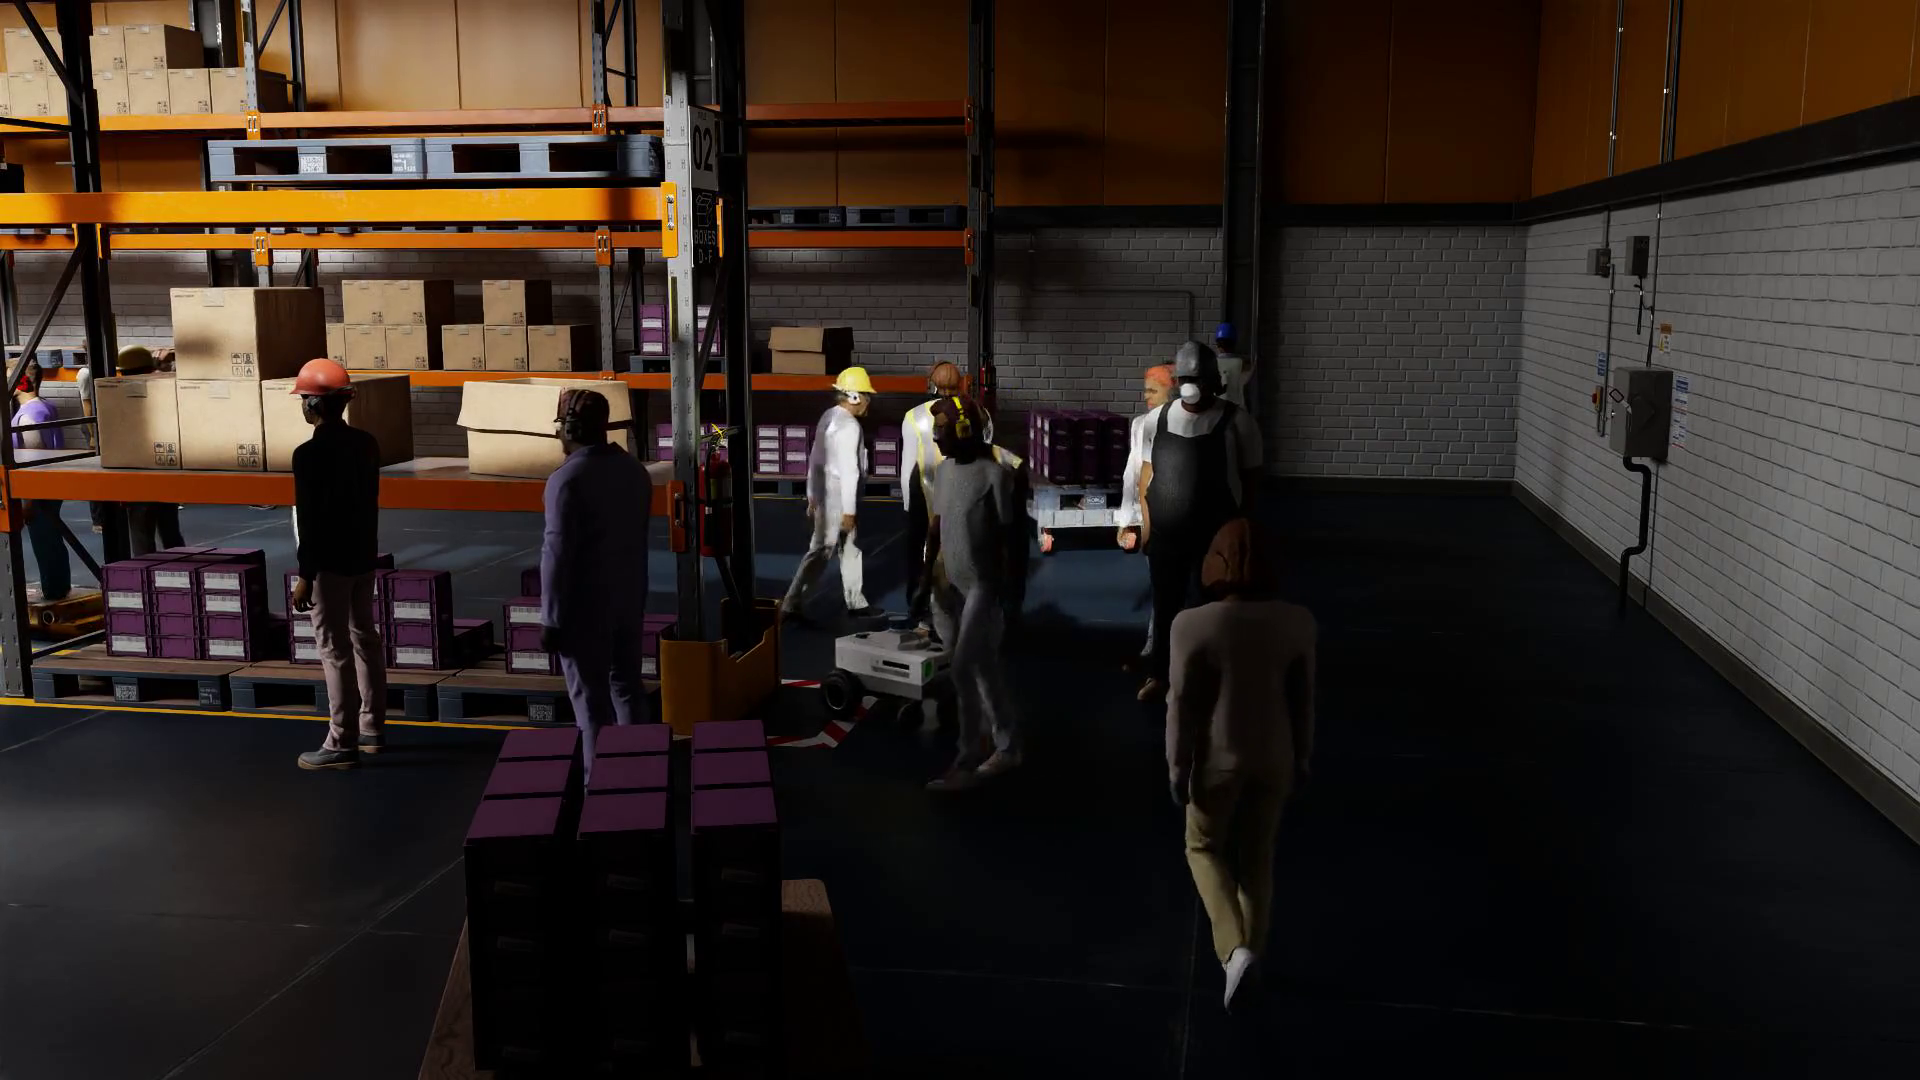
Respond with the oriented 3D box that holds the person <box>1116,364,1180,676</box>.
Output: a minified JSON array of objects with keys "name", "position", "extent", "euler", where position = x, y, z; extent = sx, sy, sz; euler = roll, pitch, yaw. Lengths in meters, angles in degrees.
[{"name":"person","position":[1.210,-0.128,10.073],"extent":[0.531,1.880,0.596],"euler":[-7,12,-37]}]

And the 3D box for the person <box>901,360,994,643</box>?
[{"name":"person","position":[-0.098,-0.243,10.807],"extent":[0.626,1.846,0.429],"euler":[-4,10,-21]}]

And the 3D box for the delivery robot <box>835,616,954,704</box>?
[{"name":"delivery robot","position":[-0.329,0.653,8.938],"extent":[0.707,0.478,0.477],"euler":[7,12,38]}]

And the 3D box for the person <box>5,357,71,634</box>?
[{"name":"person","position":[-6.146,-0.297,11.126],"extent":[0.389,1.848,0.563],"euler":[-3,10,-18]}]

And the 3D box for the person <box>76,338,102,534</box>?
[{"name":"person","position":[-7.916,-0.981,15.374],"extent":[0.345,1.847,0.507],"euler":[-1,9,-5]}]

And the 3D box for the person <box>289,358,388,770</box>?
[{"name":"person","position":[-3.035,0.117,8.098],"extent":[0.379,1.995,0.612],"euler":[2,9,11]}]

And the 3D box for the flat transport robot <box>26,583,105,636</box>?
[{"name":"flat transport robot","position":[-6.326,0.452,11.351],"extent":[1.431,0.197,0.652],"euler":[3,10,19]}]

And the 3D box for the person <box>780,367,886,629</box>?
[{"name":"person","position":[-0.902,-0.284,11.314],"extent":[0.792,1.782,0.610],"euler":[-2,9,-15]}]

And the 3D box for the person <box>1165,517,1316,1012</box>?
[{"name":"person","position":[0.927,0.743,5.396],"extent":[0.507,1.622,0.542],"euler":[-1,9,-8]}]

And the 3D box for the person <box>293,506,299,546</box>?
[{"name":"person","position":[-5.426,-0.747,13.917],"extent":[0.545,1.841,0.583],"euler":[0,9,3]}]

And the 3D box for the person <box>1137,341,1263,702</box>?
[{"name":"person","position":[1.288,-0.081,9.184],"extent":[0.684,2.000,0.536],"euler":[4,10,26]}]

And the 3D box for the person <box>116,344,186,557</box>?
[{"name":"person","position":[-5.540,-0.366,11.328],"extent":[0.381,1.920,0.586],"euler":[4,10,21]}]

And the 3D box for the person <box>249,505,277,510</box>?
[{"name":"person","position":[-7.128,-1.225,16.935],"extent":[0.404,1.829,0.600],"euler":[-1,9,-4]}]

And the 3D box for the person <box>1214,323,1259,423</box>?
[{"name":"person","position":[2.480,-1.048,15.502],"extent":[0.602,1.938,0.403],"euler":[1,9,8]}]

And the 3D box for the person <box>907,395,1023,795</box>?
[{"name":"person","position":[-0.020,0.247,7.813],"extent":[0.810,1.828,0.493],"euler":[-7,11,-35]}]

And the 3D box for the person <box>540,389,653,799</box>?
[{"name":"person","position":[-1.628,0.283,7.371],"extent":[0.398,1.900,0.645],"euler":[4,10,25]}]

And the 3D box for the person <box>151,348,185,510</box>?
[{"name":"person","position":[-8.084,-1.122,16.894],"extent":[0.315,1.637,0.514],"euler":[-3,10,-19]}]

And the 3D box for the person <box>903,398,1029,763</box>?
[{"name":"person","position":[0.037,0.158,8.517],"extent":[0.628,1.795,0.971],"euler":[1,9,7]}]
